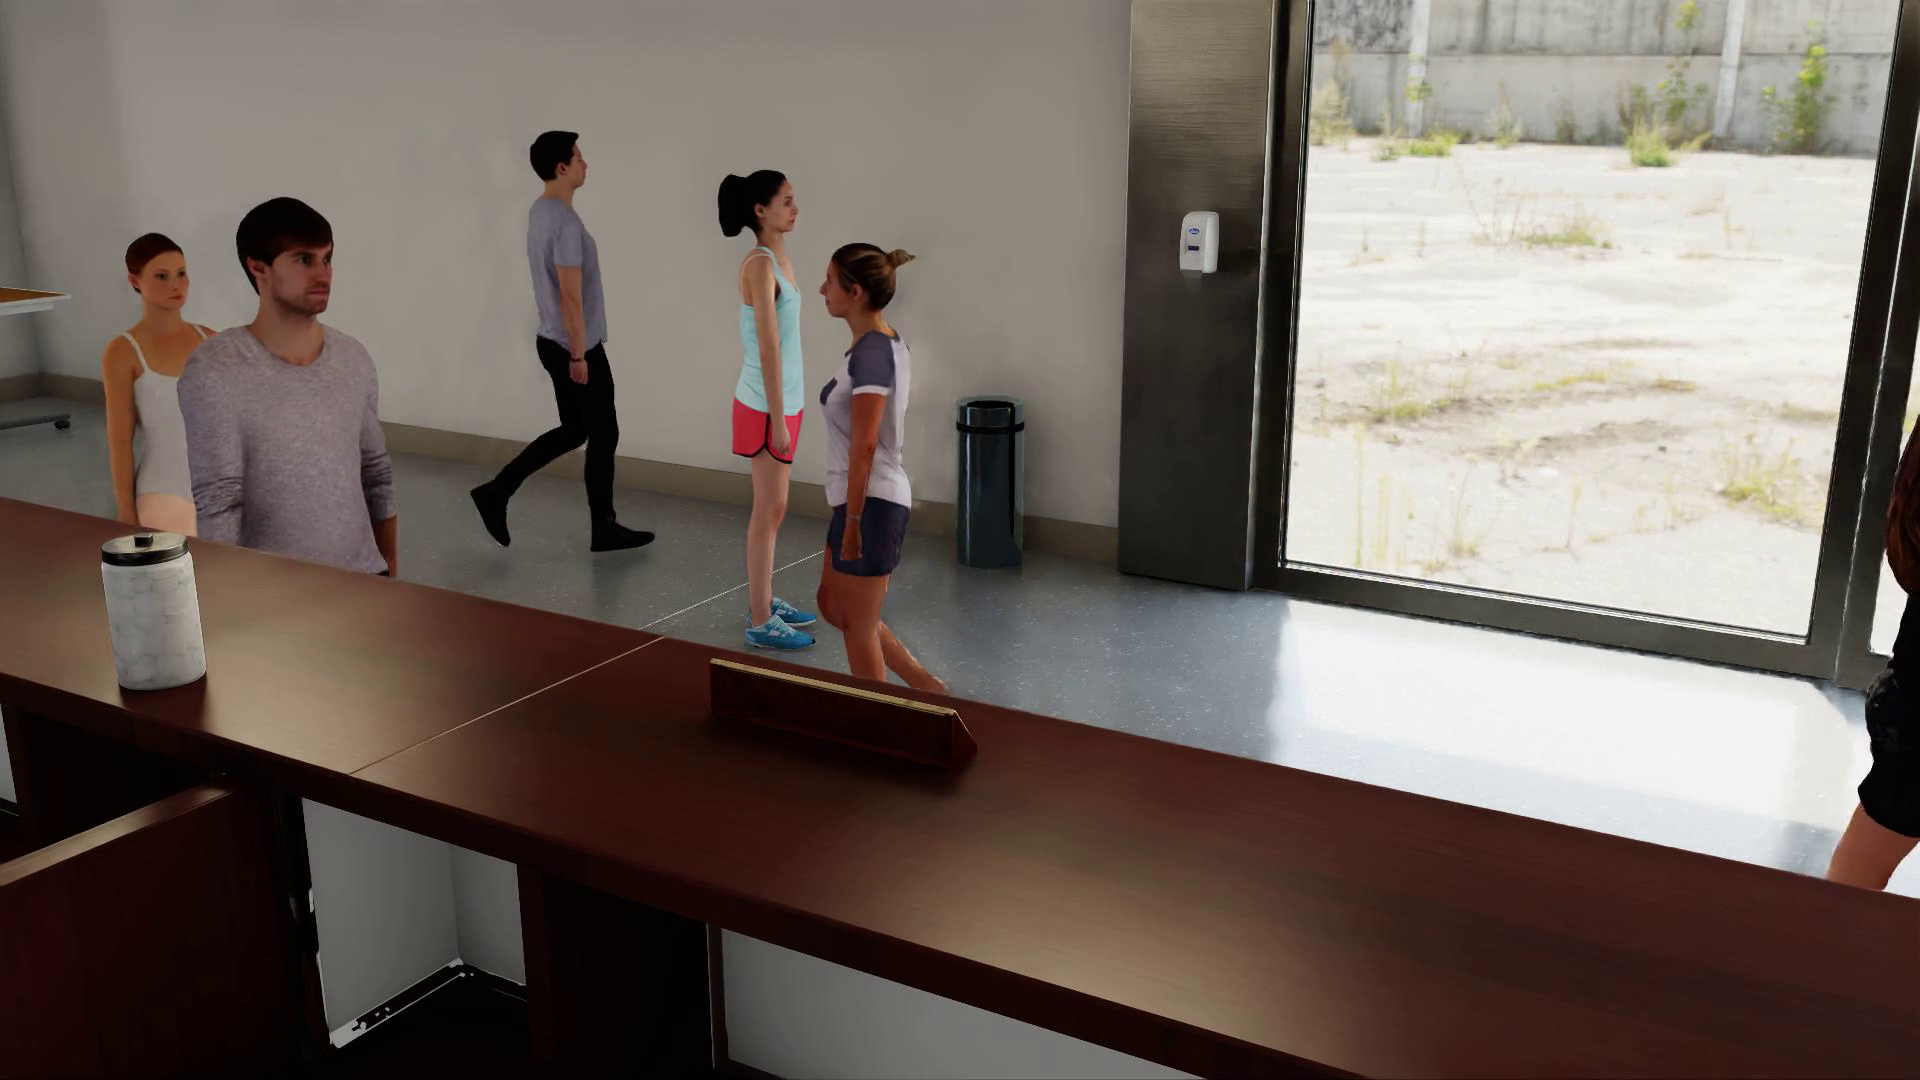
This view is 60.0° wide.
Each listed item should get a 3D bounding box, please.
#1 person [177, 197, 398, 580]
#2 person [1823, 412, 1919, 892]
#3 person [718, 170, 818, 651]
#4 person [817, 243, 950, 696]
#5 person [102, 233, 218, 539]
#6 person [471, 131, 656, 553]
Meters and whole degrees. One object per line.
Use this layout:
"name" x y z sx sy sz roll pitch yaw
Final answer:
"person" -1.590 0.135 3.907 0.784 1.824 0.873 11 19 34
"person" 1.954 0.411 3.496 0.728 1.515 1.007 5 17 18
"person" -0.698 -0.481 6.204 0.748 1.764 0.650 -1 16 -2
"person" -0.214 -0.086 5.076 0.761 1.614 0.705 1 16 4
"person" -2.470 -0.124 5.200 0.620 1.622 0.759 8 17 25
"person" -1.778 -0.821 7.258 1.140 1.846 1.007 -7 17 -24
